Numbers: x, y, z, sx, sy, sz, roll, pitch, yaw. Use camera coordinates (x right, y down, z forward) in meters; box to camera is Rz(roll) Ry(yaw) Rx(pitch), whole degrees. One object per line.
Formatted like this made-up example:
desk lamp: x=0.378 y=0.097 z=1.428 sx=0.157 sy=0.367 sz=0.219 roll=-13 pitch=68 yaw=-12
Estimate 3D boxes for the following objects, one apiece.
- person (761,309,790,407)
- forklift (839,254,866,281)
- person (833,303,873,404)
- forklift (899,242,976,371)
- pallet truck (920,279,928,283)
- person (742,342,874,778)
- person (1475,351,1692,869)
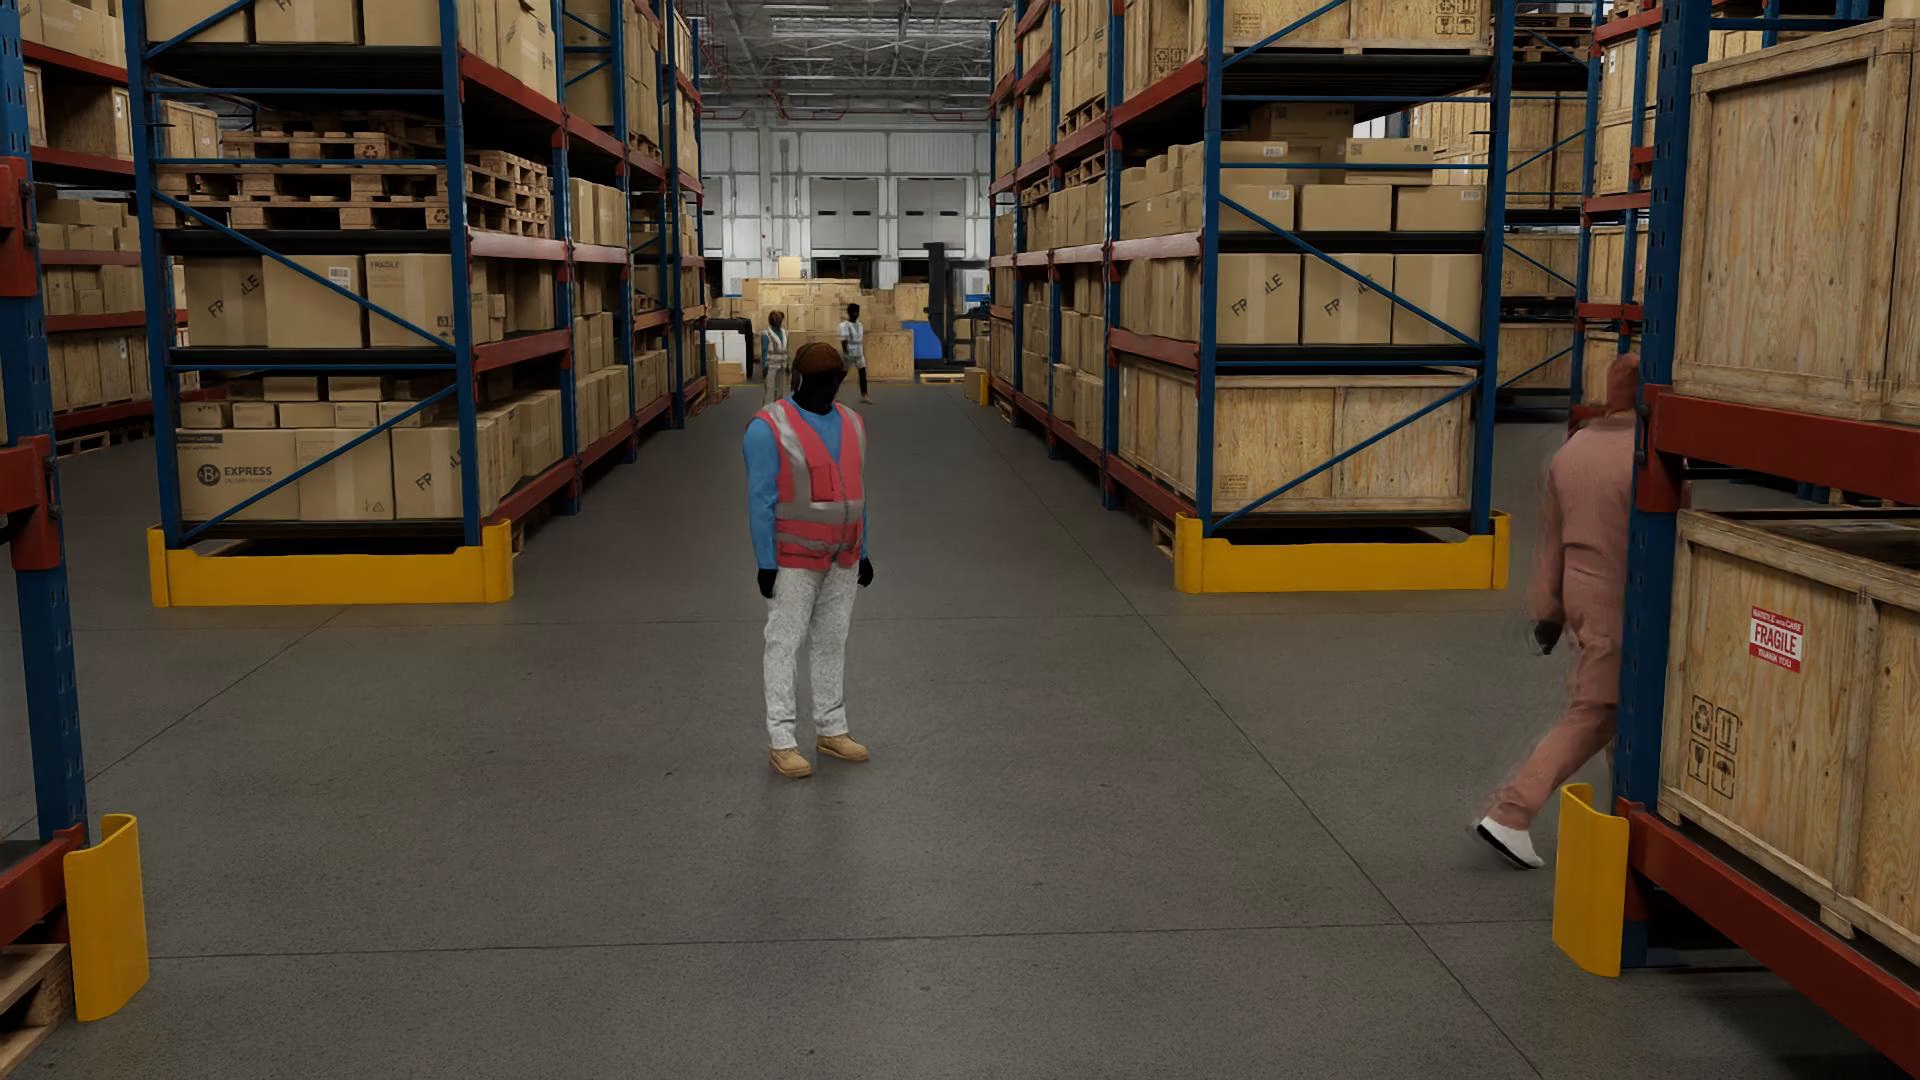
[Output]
person: x=-2.616 y=-2.447 z=23.592 sx=0.310 sy=1.636 sz=0.523 roll=7 pitch=11 yaw=36
forklift: x=-3.693 y=-8.485 z=57.608 sx=1.129 sy=2.768 sz=1.873 roll=-6 pitch=11 yaw=-32
person: x=-1.832 y=-3.086 z=27.532 sx=0.835 sy=1.665 sz=0.536 roll=9 pitch=13 yaw=44
forklift: x=-0.549 y=-5.100 z=36.353 sx=1.873 sy=2.768 sz=1.129 roll=-1 pitch=9 yaw=-4
pallet truck: x=-0.932 y=-8.922 z=63.114 sx=1.885 sy=1.965 sz=0.823 roll=2 pitch=9 yaw=13
person: x=-0.619 y=0.076 z=7.129 sx=0.619 sy=1.838 sz=0.430 roll=-9 pitch=12 yaw=-43
person: x=2.313 y=0.252 z=5.960 sx=0.992 sy=1.864 sz=0.627 roll=-1 pitch=9 yaw=-9
